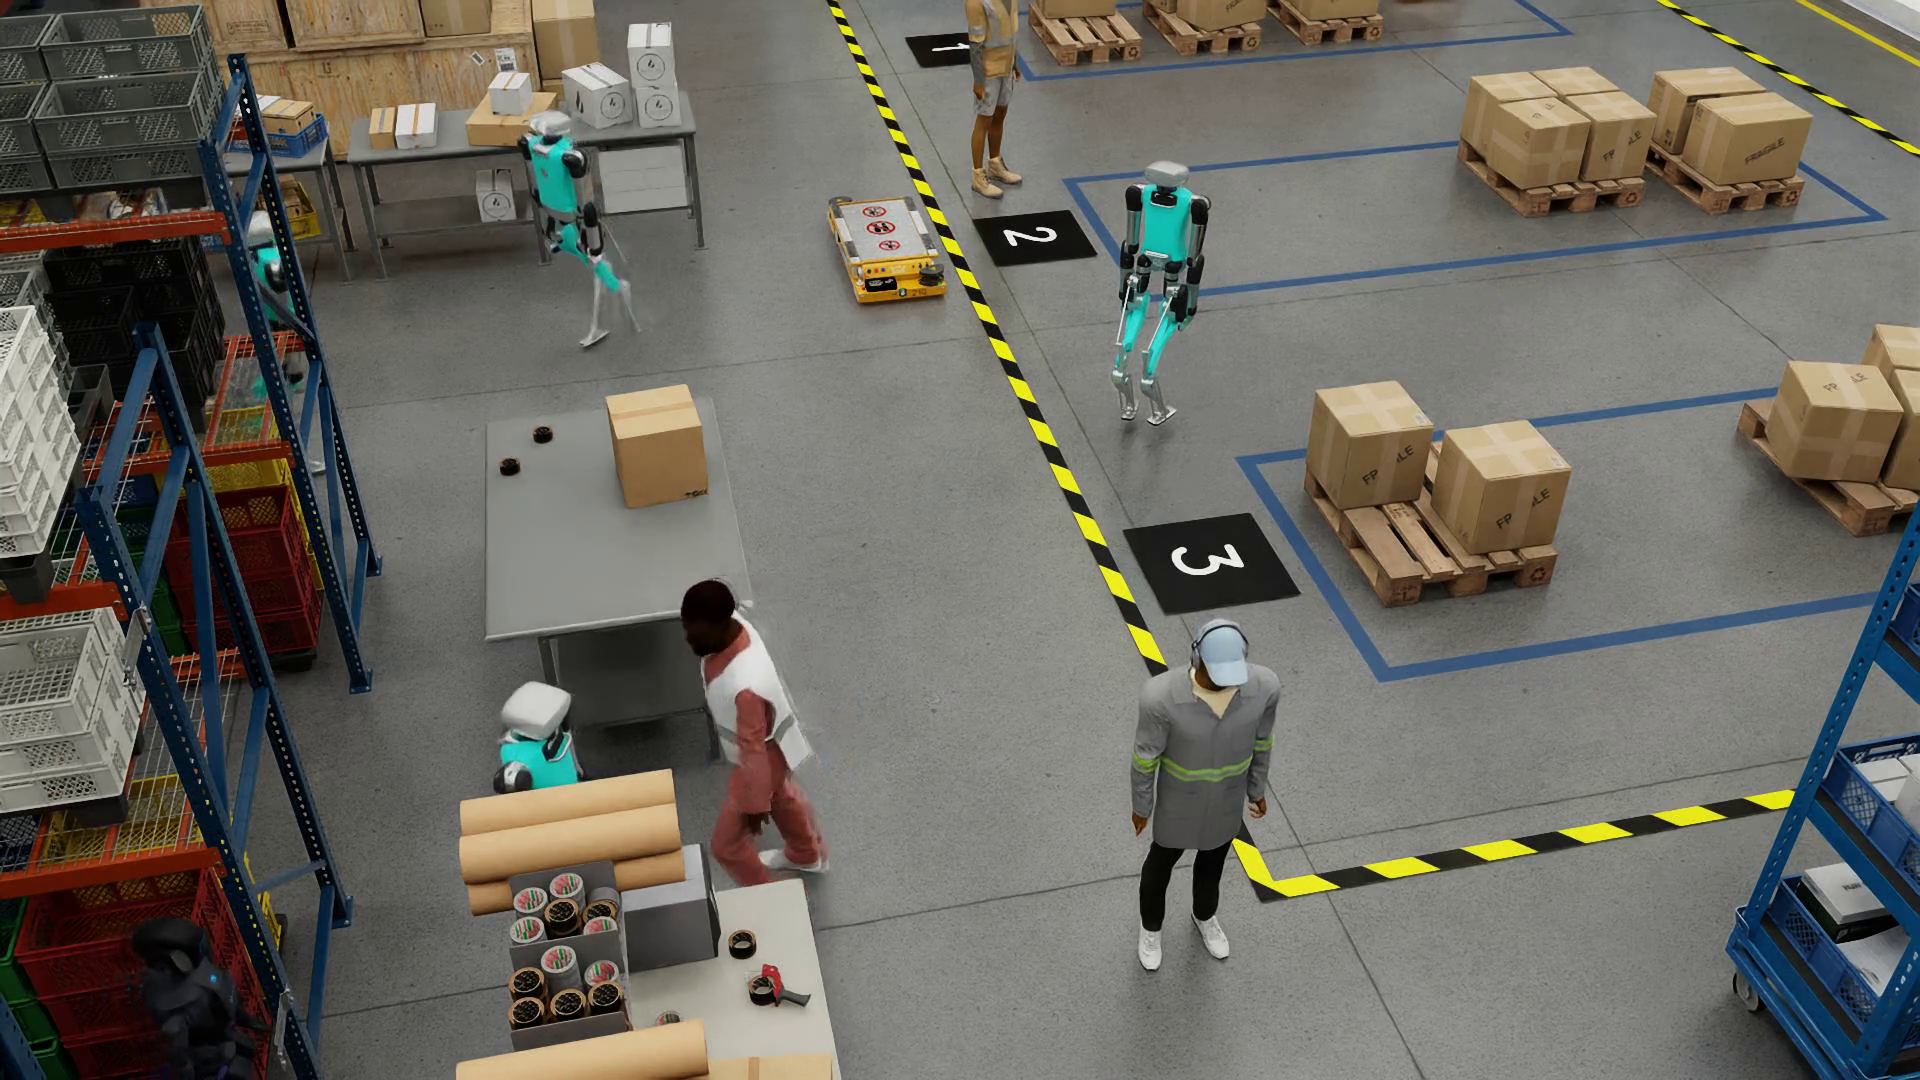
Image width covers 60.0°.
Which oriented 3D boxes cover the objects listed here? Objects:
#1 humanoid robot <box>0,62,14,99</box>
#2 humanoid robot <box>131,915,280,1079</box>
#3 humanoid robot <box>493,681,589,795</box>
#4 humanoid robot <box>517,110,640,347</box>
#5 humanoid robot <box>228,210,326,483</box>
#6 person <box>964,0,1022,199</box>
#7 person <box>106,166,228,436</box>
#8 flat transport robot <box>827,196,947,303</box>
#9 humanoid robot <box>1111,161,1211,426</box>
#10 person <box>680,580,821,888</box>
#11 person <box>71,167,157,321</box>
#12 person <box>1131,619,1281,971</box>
[{"bbox_3d":[-7.409,-3.402,12.907,0.560,1.787,0.804,1,37,1],"label":"humanoid robot"},{"bbox_3d":[-2.673,1.895,5.877,0.742,1.649,0.611,-7,37,-9],"label":"humanoid robot"},{"bbox_3d":[-1.354,1.360,6.592,0.717,1.903,0.541,5,37,7],"label":"humanoid robot"},{"bbox_3d":[-2.453,-2.038,11.159,0.544,1.895,0.765,22,42,27],"label":"humanoid robot"},{"bbox_3d":[-4.153,-0.988,9.734,0.796,1.886,0.550,-16,39,-20],"label":"humanoid robot"},{"bbox_3d":[0.292,-3.716,13.065,0.370,2.043,0.607,21,42,26],"label":"person"},{"bbox_3d":[-4.927,-1.485,10.238,0.340,1.838,0.505,-28,45,-33],"label":"person"},{"bbox_3d":[-0.570,-2.220,12.538,0.659,0.231,1.431,-8,37,-10],"label":"flat transport robot"},{"bbox_3d":[1.136,-1.428,10.134,0.533,1.672,0.735,17,40,22],"label":"humanoid robot"},{"bbox_3d":[-0.880,0.908,6.984,0.665,1.880,0.688,-12,38,-16],"label":"person"},{"bbox_3d":[-5.360,-1.902,10.743,0.791,1.909,0.566,16,39,20],"label":"person"},{"bbox_3d":[0.991,1.054,6.811,0.598,1.850,0.394,-6,37,-8],"label":"person"}]
